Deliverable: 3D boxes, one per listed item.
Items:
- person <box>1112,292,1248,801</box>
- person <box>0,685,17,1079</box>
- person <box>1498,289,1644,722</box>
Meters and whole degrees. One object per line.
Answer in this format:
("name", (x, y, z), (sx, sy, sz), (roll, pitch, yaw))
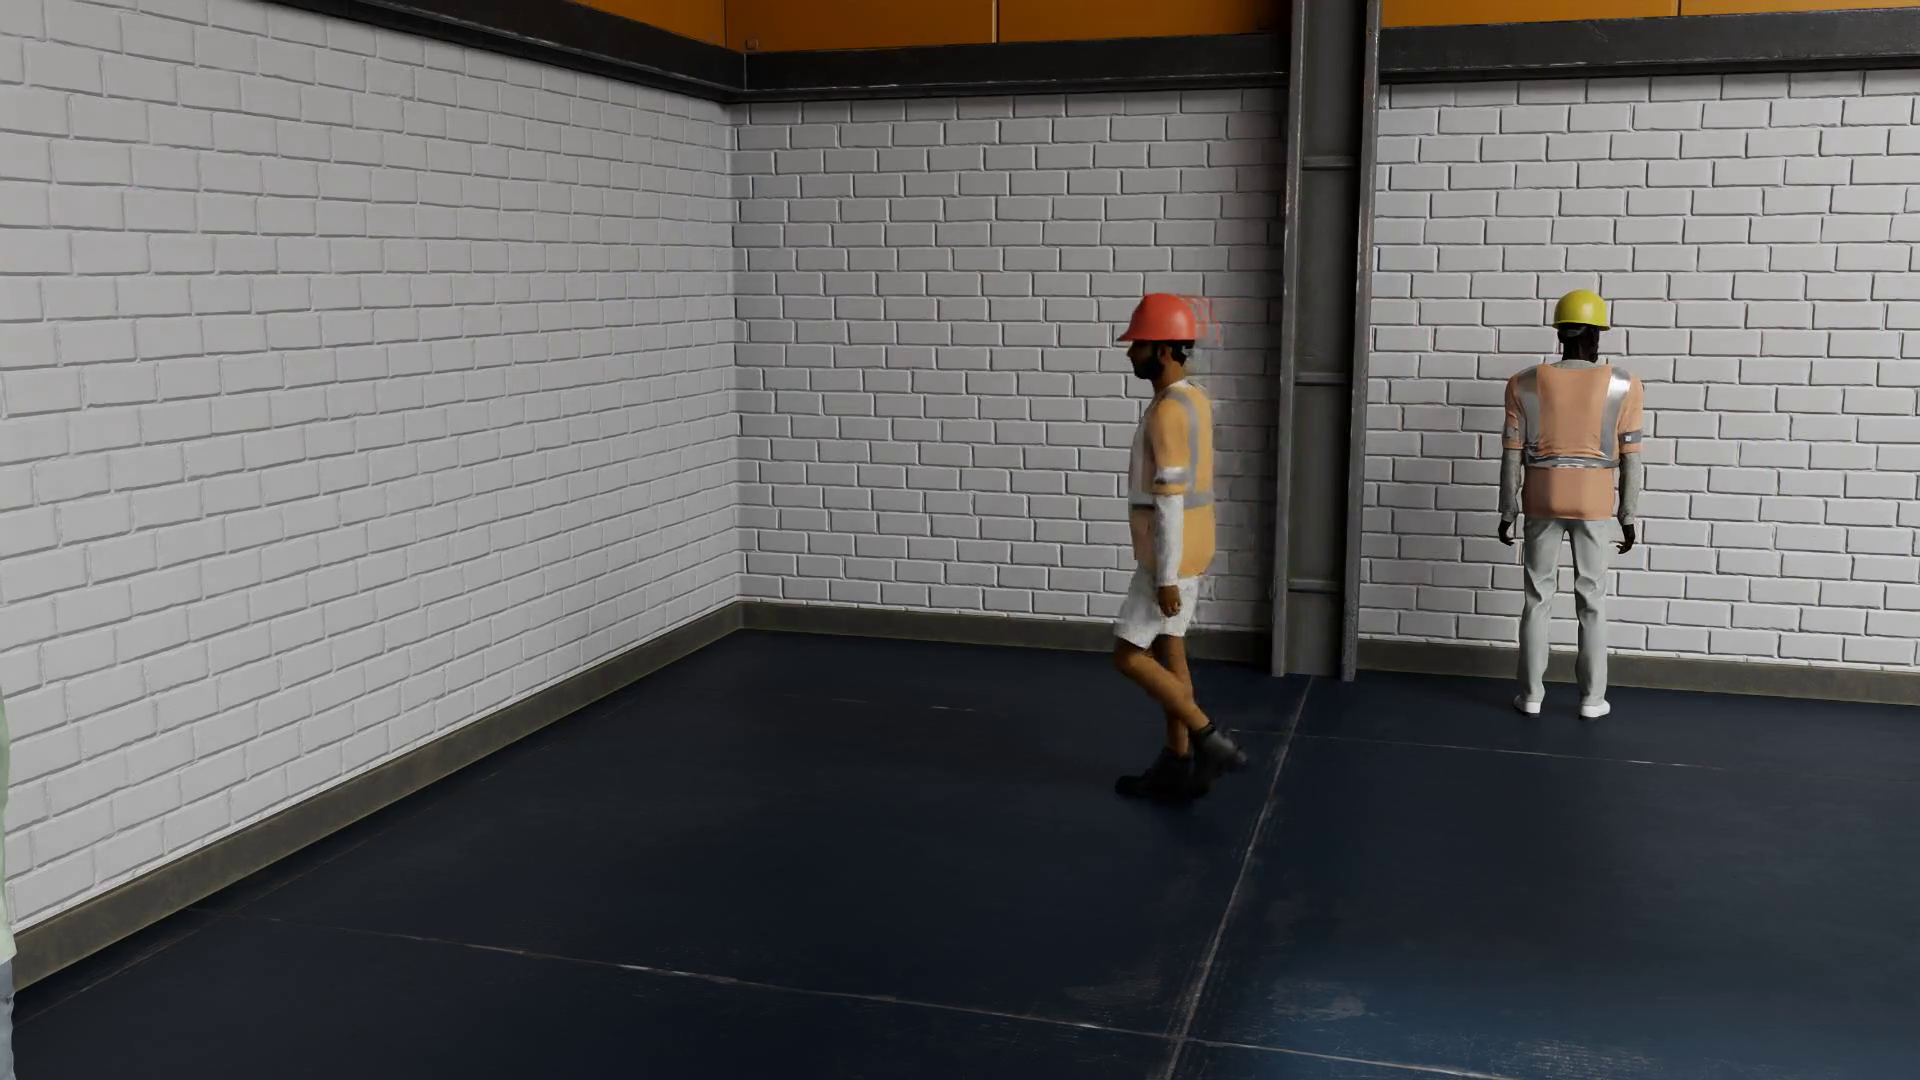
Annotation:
("person", (0.793, 0.049, 6.207), (0.463, 1.926, 0.543), (3, 10, 20))
("person", (-1.746, 0.759, 2.782), (0.286, 1.636, 0.499), (-1, 9, -3))
("person", (2.723, -0.152, 7.455), (0.593, 1.922, 0.376), (3, 10, 19))
